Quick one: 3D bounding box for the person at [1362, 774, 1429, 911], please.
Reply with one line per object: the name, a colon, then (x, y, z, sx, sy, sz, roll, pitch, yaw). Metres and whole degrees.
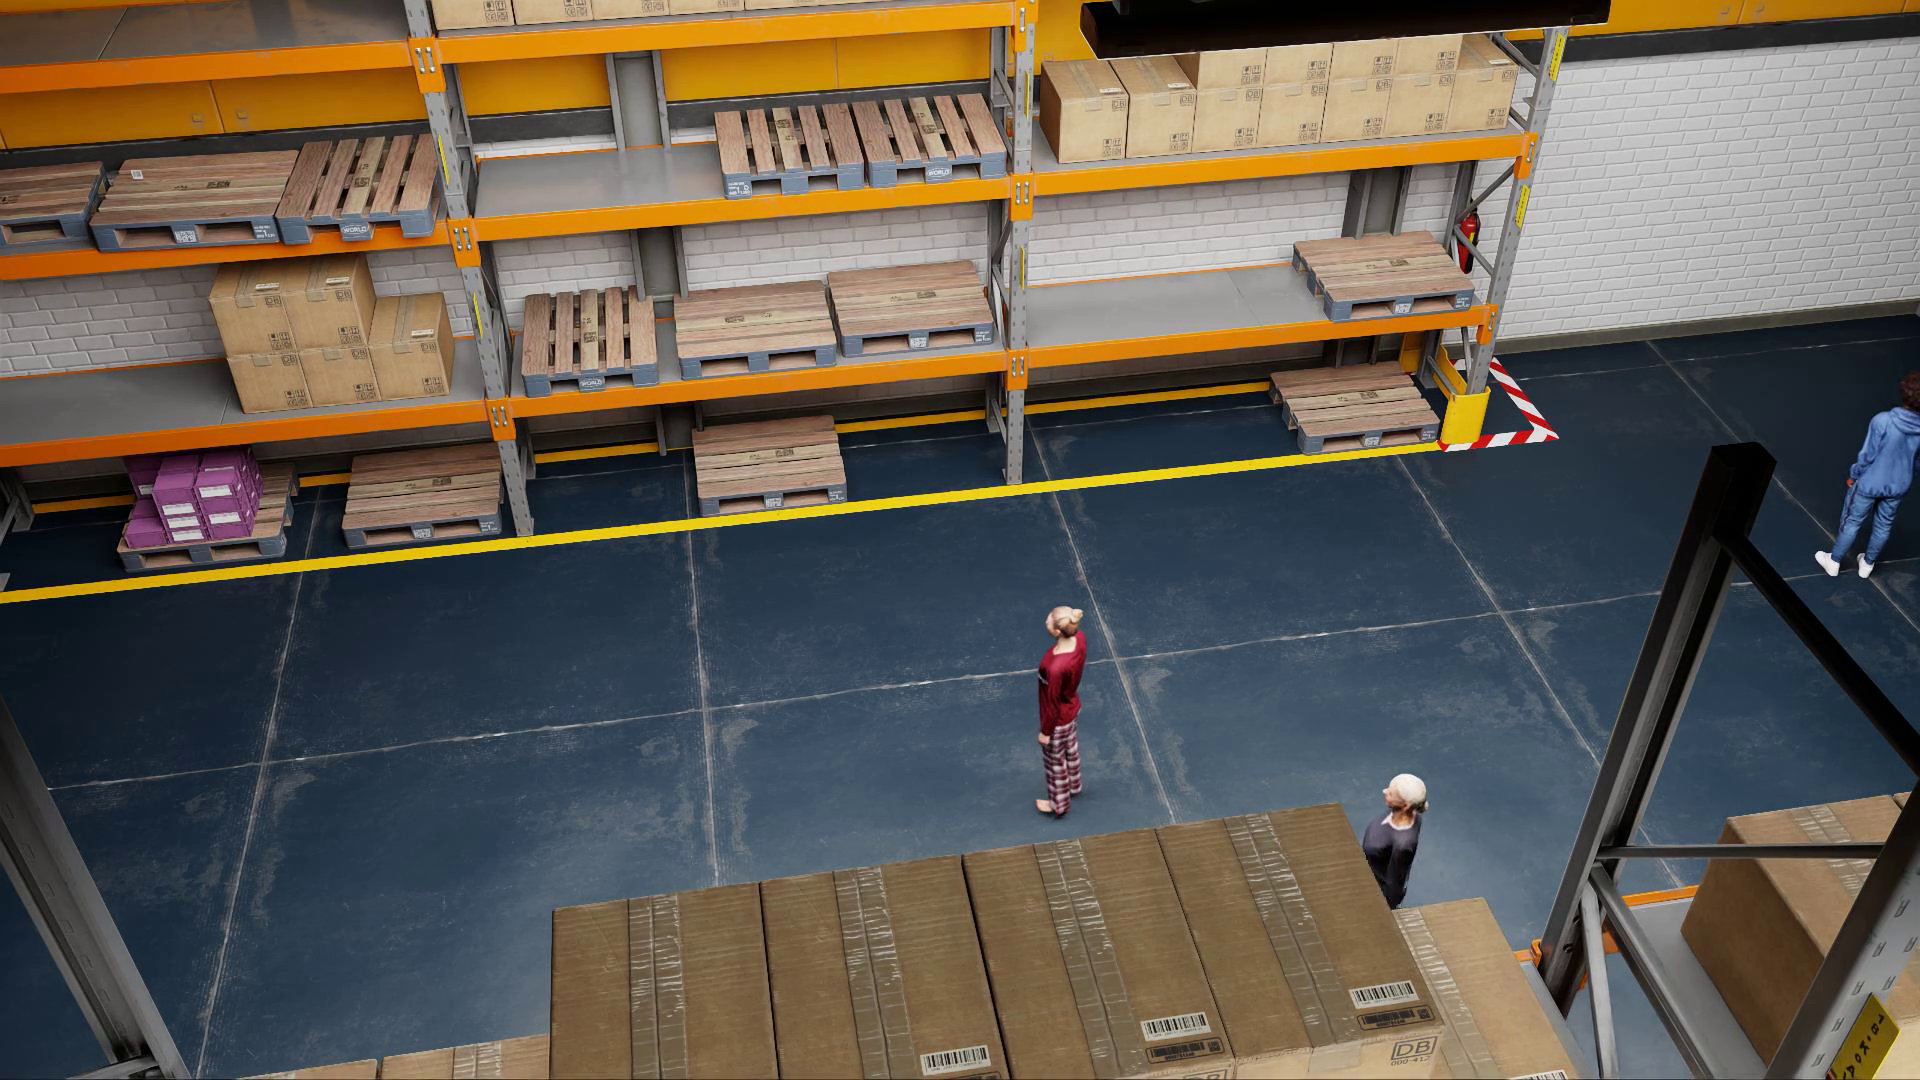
person: (2.492, 1.949, 9.473, 1.072, 1.707, 0.908, 12, 40, 14)

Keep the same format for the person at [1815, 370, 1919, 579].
person: (6.910, -0.480, 12.432, 0.622, 1.811, 0.796, 4, 39, 5)

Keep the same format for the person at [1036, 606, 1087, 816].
person: (0.636, 1.074, 10.576, 0.698, 1.699, 0.691, 15, 41, 18)
